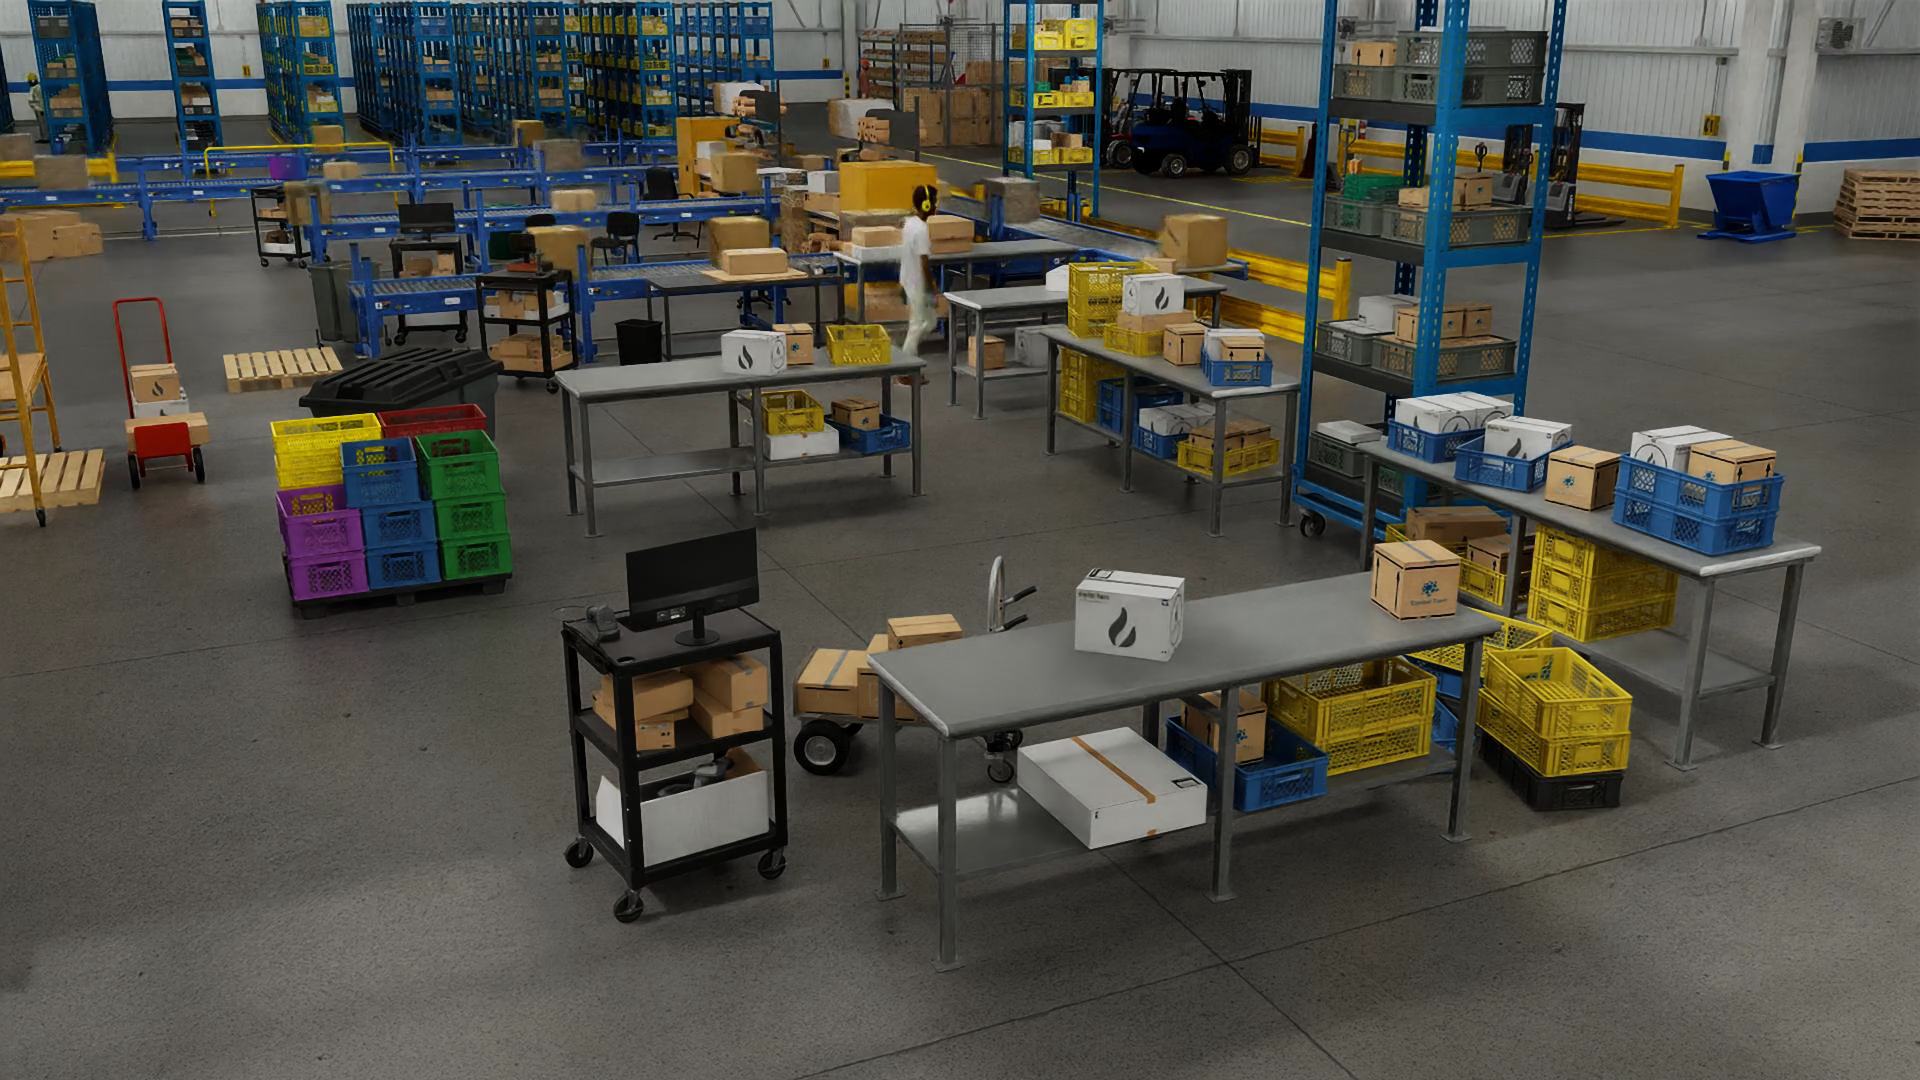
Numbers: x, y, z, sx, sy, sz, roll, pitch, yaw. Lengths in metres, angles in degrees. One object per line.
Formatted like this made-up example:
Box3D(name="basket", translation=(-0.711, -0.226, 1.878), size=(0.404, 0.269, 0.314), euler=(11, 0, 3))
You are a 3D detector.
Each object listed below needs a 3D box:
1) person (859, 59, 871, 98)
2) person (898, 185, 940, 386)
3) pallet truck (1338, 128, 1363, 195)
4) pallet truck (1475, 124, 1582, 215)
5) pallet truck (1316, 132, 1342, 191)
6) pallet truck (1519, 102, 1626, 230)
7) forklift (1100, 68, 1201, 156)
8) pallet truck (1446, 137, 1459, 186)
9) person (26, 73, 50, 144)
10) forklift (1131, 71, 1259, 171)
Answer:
Box3D(name="person", translation=(-2.887, -13.604, 50.626), size=(0.387, 1.992, 0.626), euler=(-5, 18, -16))
Box3D(name="person", translation=(-0.399, -2.339, 15.387), size=(0.454, 1.850, 0.524), euler=(-3, 18, -11))
Box3D(name="pallet truck", translation=(7.845, -7.140, 31.411), size=(1.522, 1.261, 0.704), euler=(-9, 20, -25))
Box3D(name="pallet truck", translation=(9.707, -6.455, 28.103), size=(1.885, 1.965, 0.823), euler=(-7, 19, -20))
Box3D(name="pallet truck", translation=(7.723, -7.504, 32.656), size=(1.601, 1.201, 0.680), euler=(-8, 19, -23))
Box3D(name="pallet truck", translation=(9.972, -6.037, 26.785), size=(1.885, 1.965, 0.823), euler=(-9, 20, -25))
Box3D(name="forklift", translation=(4.082, -9.564, 37.410), size=(2.680, 1.987, 1.157), euler=(-8, 19, -23))
Box3D(name="pallet truck", translation=(9.184, -6.485, 29.328), size=(1.630, 1.274, 0.653), euler=(-8, 19, -23))
Box3D(name="person", translation=(-24.397, -11.420, 44.020), size=(0.404, 1.828, 0.591), euler=(-16, 24, -41))
Box3D(name="forklift", translation=(4.998, -8.936, 35.413), size=(2.680, 1.987, 1.157), euler=(-9, 20, -25))
